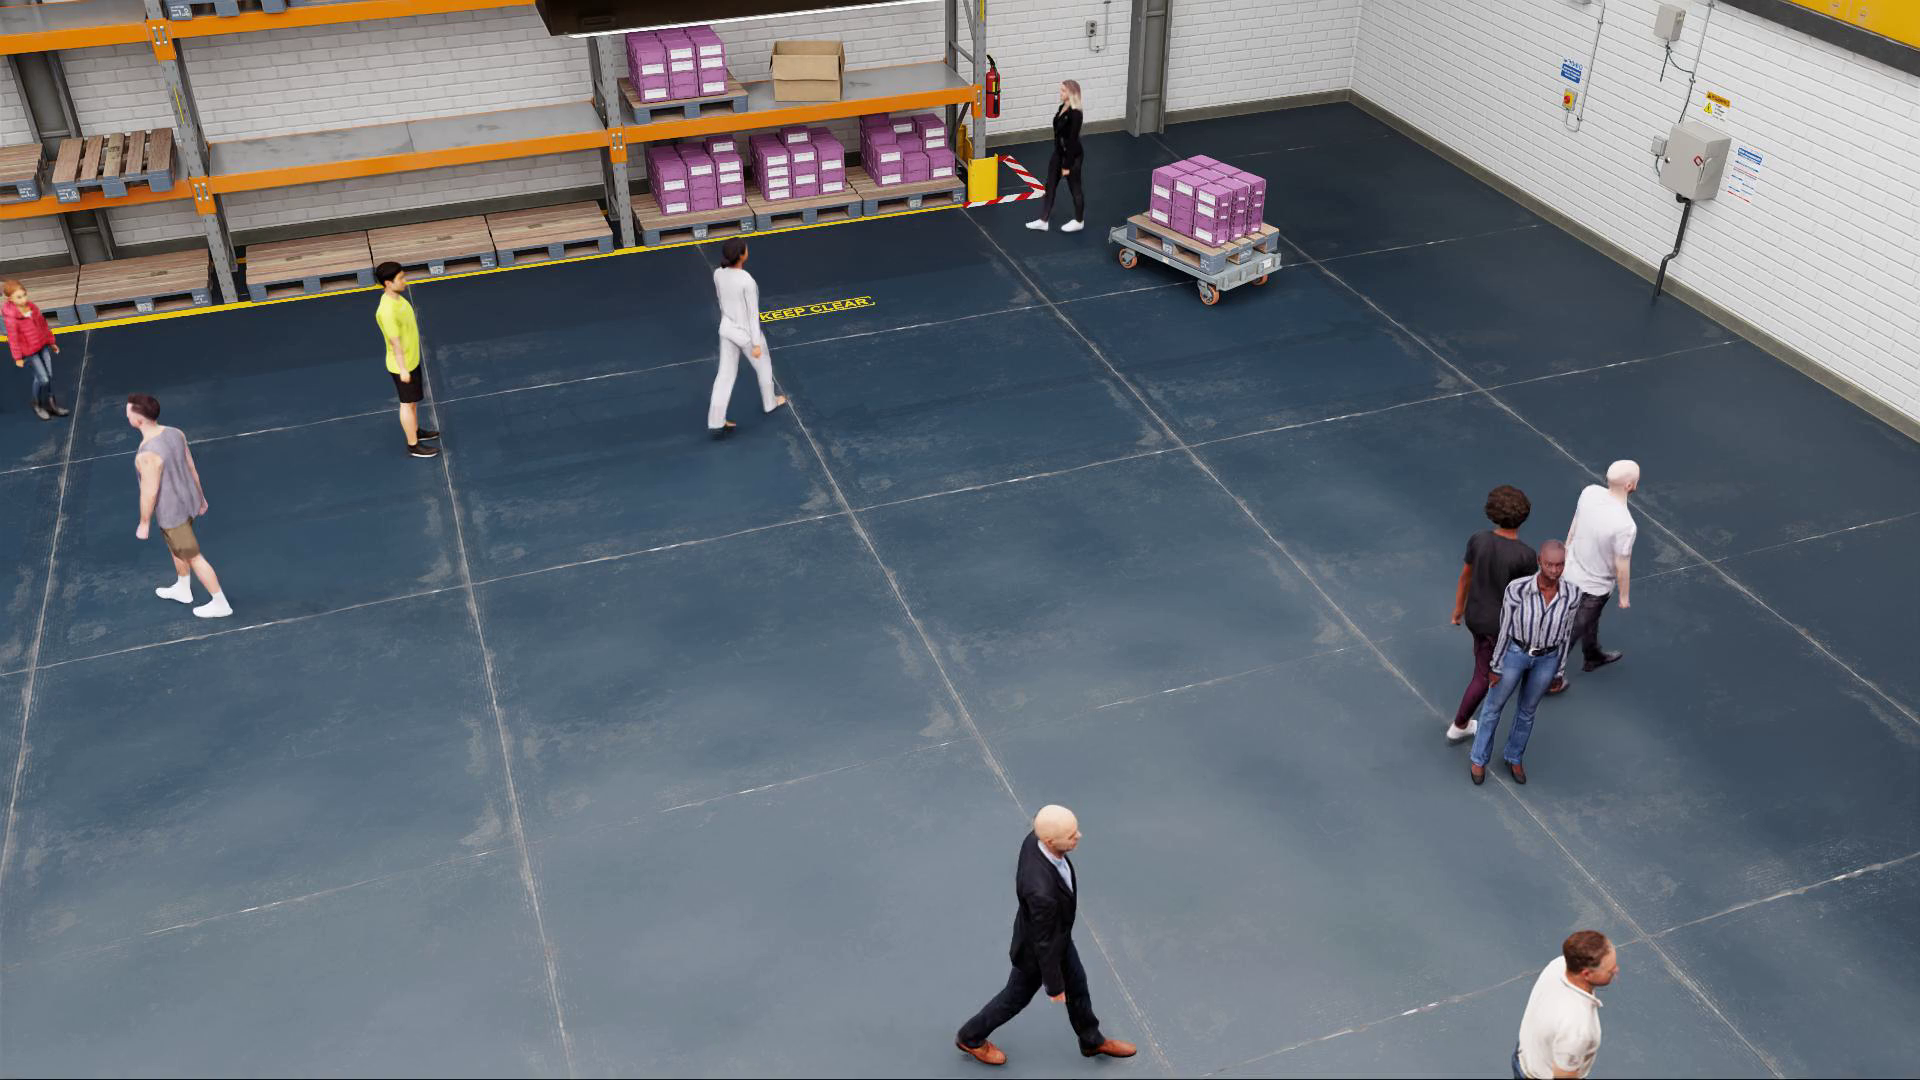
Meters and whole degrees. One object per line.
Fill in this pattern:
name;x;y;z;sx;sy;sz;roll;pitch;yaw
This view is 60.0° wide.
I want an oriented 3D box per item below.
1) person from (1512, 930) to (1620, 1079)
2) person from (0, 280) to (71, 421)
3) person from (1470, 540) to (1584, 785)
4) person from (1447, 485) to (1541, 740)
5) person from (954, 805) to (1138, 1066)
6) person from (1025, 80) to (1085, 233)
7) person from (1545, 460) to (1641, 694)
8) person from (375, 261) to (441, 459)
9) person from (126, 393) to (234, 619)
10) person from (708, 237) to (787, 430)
person;2.688;2.470;7.671;0.764;1.854;0.746;8;34;12
person;-8.057;-1.652;14.365;0.661;1.308;0.616;7;34;11
person;3.500;0.757;10.301;0.603;1.795;0.755;1;34;2
person;3.383;0.520;10.715;1.218;1.733;0.959;-26;42;-34
person;0.328;2.035;8.404;1.318;1.766;1.090;5;34;7
person;1.240;-4.061;17.663;0.868;1.669;0.633;-12;35;-17
person;4.084;0.274;11.020;1.054;1.804;0.799;-6;34;-9
person;-4.622;-1.511;13.792;0.574;1.707;0.648;-6;34;-10
person;-5.480;-0.208;11.781;0.967;1.828;0.817;1;34;2
person;-1.922;-1.711;14.099;1.046;1.701;1.204;22;39;29
